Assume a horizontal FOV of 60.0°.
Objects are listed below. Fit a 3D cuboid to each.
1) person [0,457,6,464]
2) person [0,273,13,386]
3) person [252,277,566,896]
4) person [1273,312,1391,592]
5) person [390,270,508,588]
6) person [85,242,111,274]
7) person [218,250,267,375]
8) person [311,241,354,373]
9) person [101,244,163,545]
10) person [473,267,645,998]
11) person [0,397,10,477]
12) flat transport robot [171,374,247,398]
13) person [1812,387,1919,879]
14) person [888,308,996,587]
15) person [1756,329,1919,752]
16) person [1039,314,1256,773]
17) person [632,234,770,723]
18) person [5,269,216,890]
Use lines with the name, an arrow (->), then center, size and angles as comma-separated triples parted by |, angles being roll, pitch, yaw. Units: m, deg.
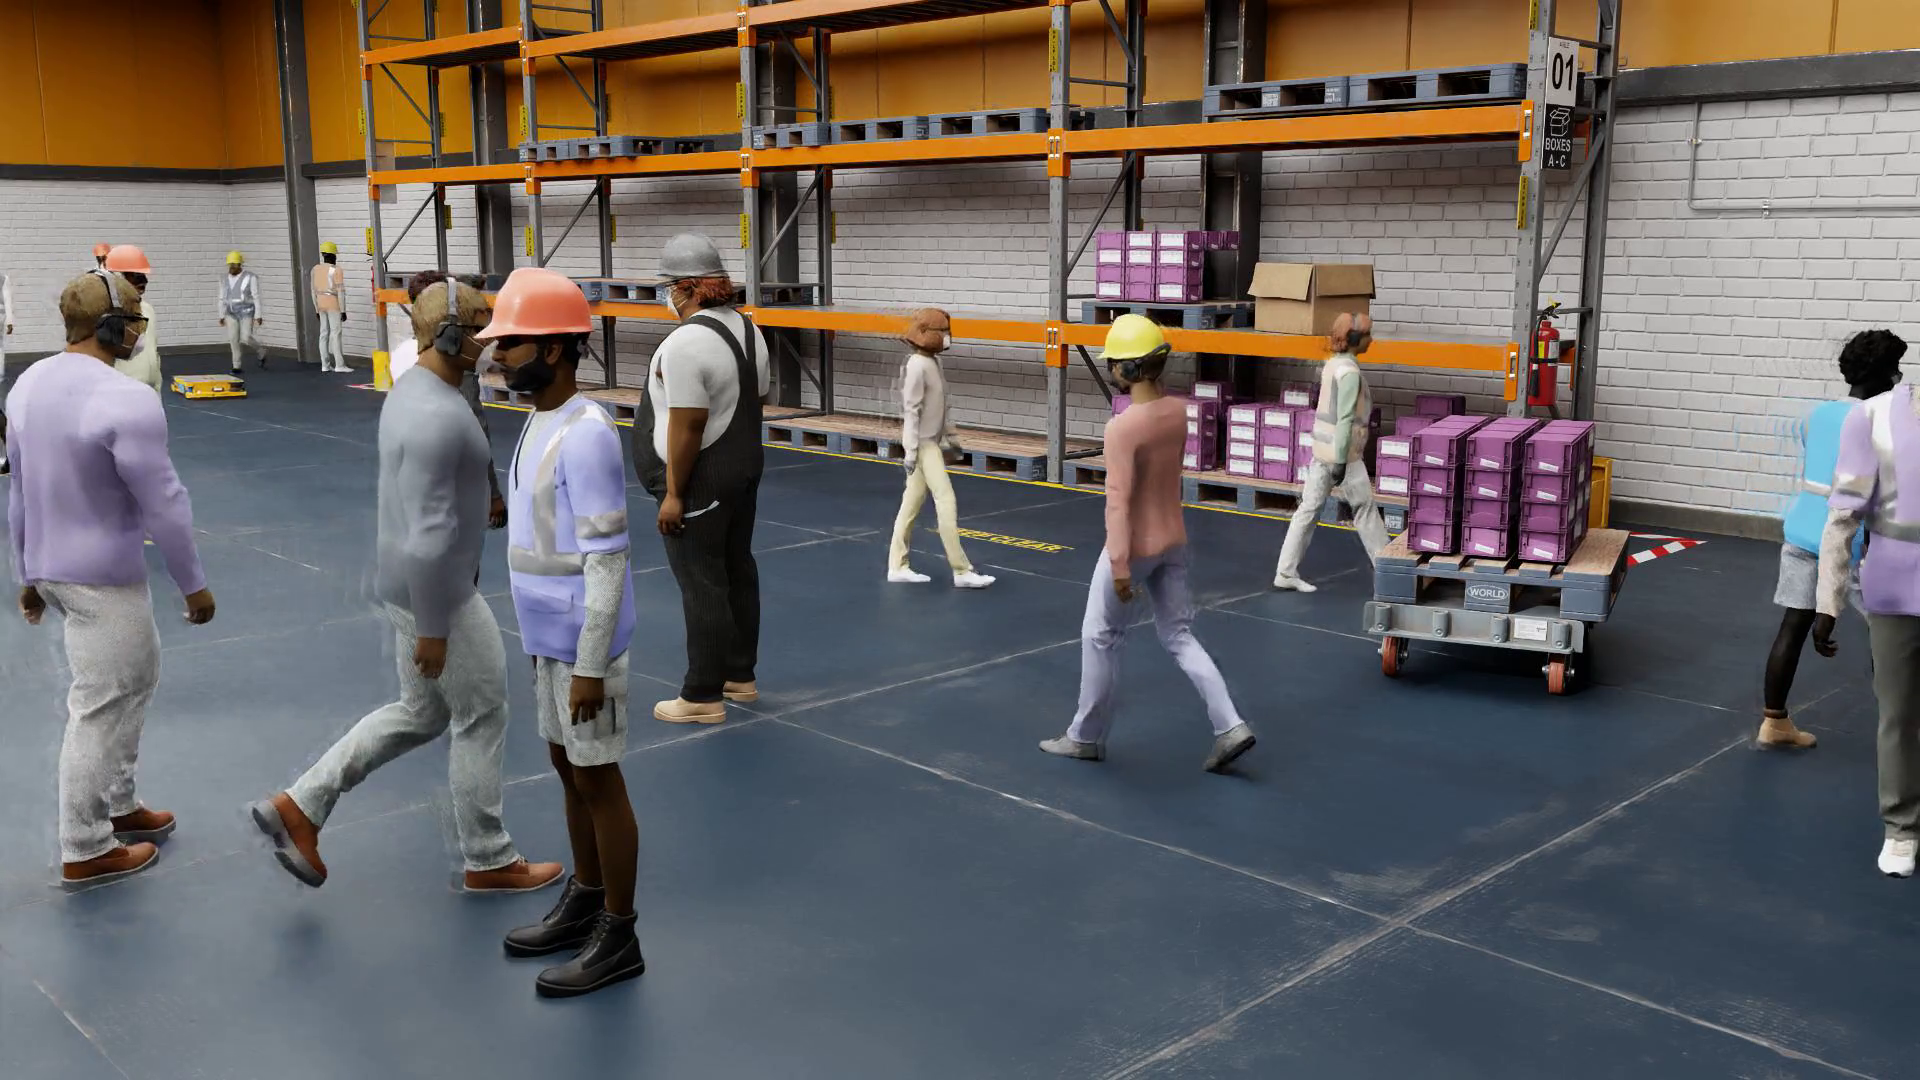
person -> -8.625, -1.565, 14.554 | 0.328, 1.870, 0.510 | 0, 10, 2
person -> -12.854, -2.923, 22.029 | 0.578, 1.852, 0.921 | -8, 13, -37
person -> -1.678, 0.177, 4.968 | 0.818, 1.913, 0.646 | -4, 11, -21
person -> 2.187, -0.473, 9.334 | 0.860, 1.590, 0.522 | -1, 10, -3
person -> -2.224, -0.205, 7.150 | 0.361, 1.877, 0.766 | -8, 13, -38
person -> -11.740, -3.133, 22.936 | 0.547, 1.926, 0.606 | -8, 13, -36
person -> -10.453, -3.307, 24.218 | 0.616, 1.807, 0.556 | 2, 11, 10
person -> -9.297, -3.434, 24.576 | 0.589, 1.927, 0.386 | 5, 11, 24
person -> -5.504, -0.940, 10.882 | 0.748, 1.970, 0.623 | 1, 10, 7
person -> -1.063, 0.252, 4.447 | 0.378, 1.938, 0.547 | -5, 12, -27
person -> -8.341, -1.457, 13.817 | 1.052, 1.904, 0.607 | 1, 10, 7
flat transport robot -> -9.495, -1.948, 20.994 | 0.652, 0.197, 1.431 | -7, 12, -33
person -> 2.898, 0.183, 4.970 | 0.613, 1.878, 0.964 | 7, 12, 32
person -> -0.091, -0.522, 9.576 | 0.755, 1.603, 0.517 | 2, 10, 8
person -> 3.525, 0.018, 6.466 | 0.806, 1.656, 0.544 | -2, 11, -13
person -> 0.712, 0.022, 6.243 | 0.808, 1.737, 0.531 | 10, 14, 42
person -> -1.109, -0.262, 6.974 | 0.536, 2.000, 0.676 | 4, 11, 19
person -> -2.639, 0.120, 5.226 | 0.640, 1.914, 0.639 | 7, 13, 35
